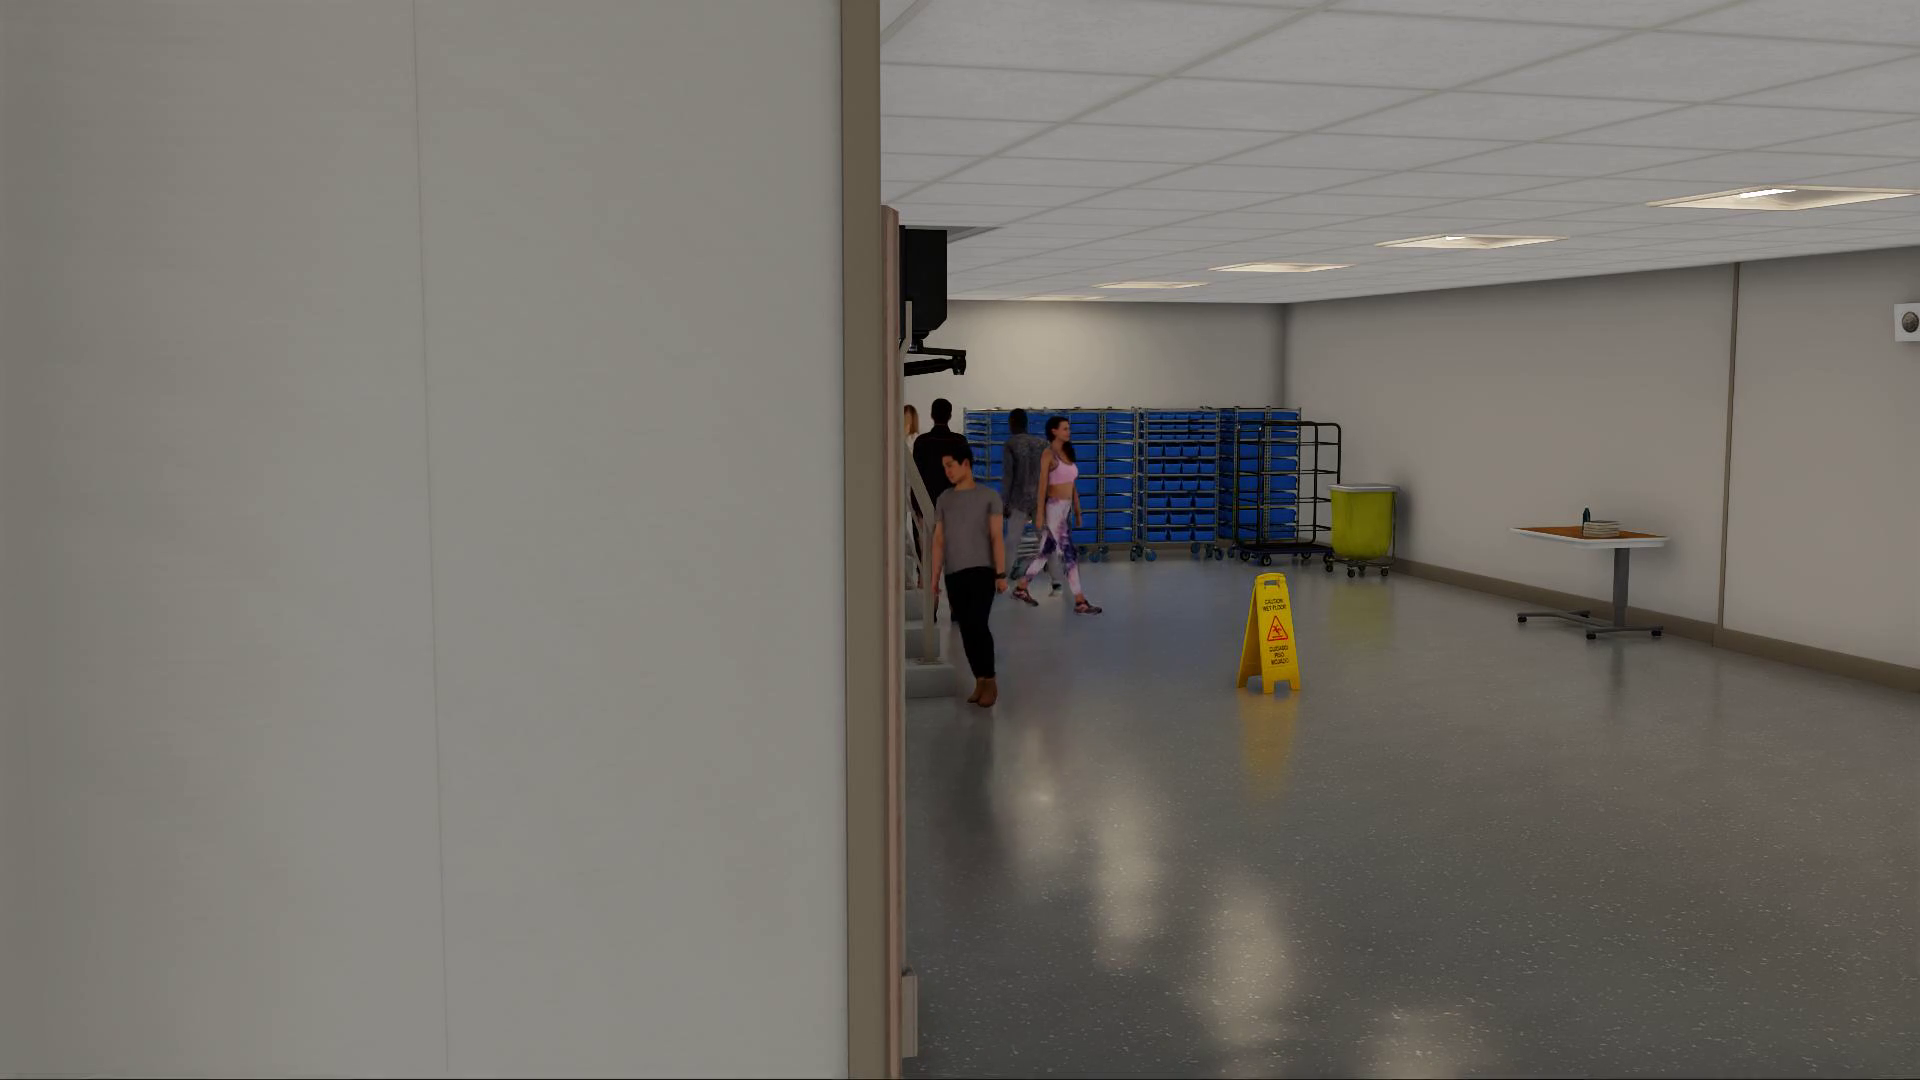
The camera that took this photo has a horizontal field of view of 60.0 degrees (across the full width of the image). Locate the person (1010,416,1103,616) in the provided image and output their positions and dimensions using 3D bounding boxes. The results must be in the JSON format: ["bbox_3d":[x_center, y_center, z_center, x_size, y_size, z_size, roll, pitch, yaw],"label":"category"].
[{"bbox_3d":[0.773,-0.191,14.666,1.235,1.722,1.135,4,7,32],"label":"person"}]

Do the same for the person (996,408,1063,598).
[{"bbox_3d":[0.678,-0.281,15.445,0.924,1.744,1.360,-3,6,-26],"label":"person"}]

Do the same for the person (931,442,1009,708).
[{"bbox_3d":[0.102,0.219,10.781,0.808,1.684,0.865,2,6,22],"label":"person"}]

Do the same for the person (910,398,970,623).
[{"bbox_3d":[-0.168,-0.263,14.371,0.729,1.925,0.625,-1,6,-8],"label":"person"}]
